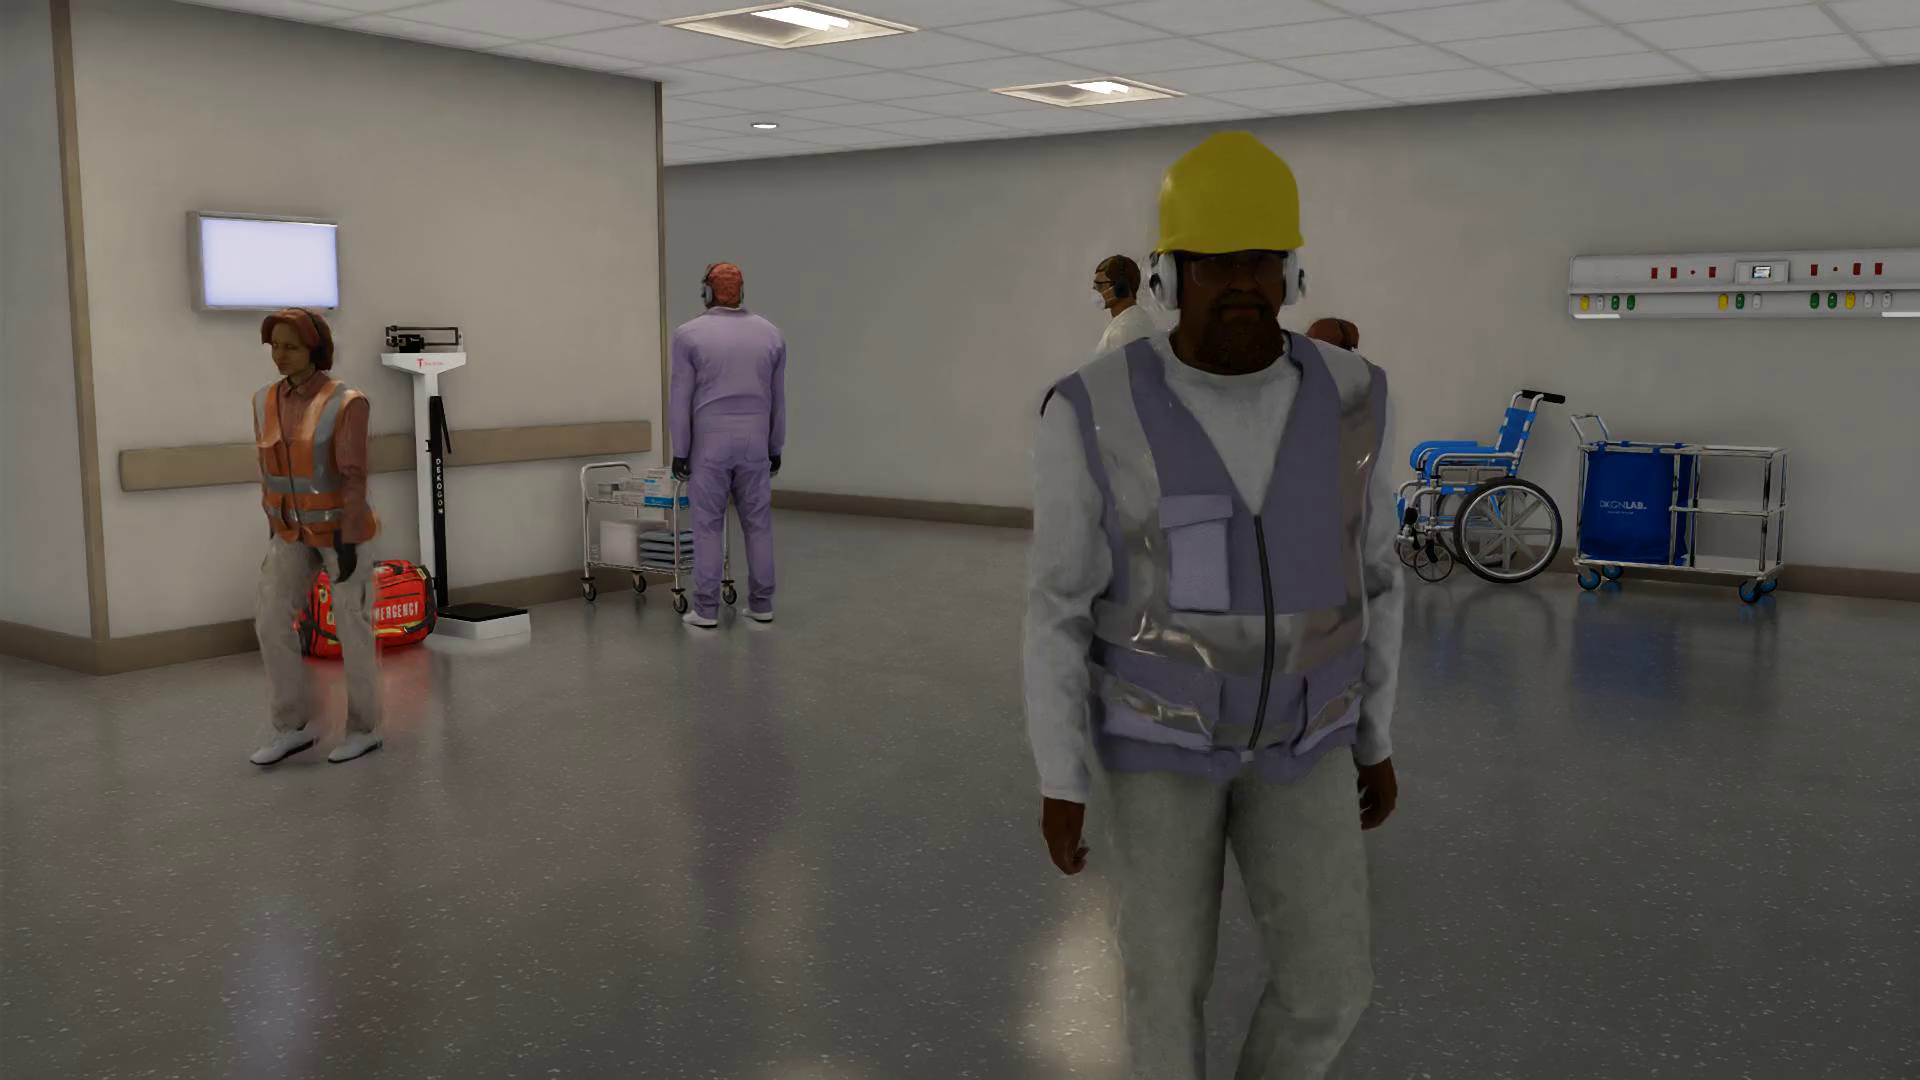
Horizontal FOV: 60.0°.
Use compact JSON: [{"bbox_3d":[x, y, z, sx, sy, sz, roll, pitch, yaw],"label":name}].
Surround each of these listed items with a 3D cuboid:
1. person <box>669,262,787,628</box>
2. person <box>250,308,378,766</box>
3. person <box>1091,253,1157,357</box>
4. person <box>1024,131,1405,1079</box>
[{"bbox_3d":[-1.221,-0.494,8.705,0.647,1.900,0.399,-4,8,-31],"label":"person"},{"bbox_3d":[-2.256,0.005,5.819,0.524,1.612,0.538,2,7,18],"label":"person"},{"bbox_3d":[0.845,-0.480,8.470,0.371,1.932,0.628,1,7,10],"label":"person"},{"bbox_3d":[0.400,0.304,2.580,0.625,1.817,0.424,-1,7,-8],"label":"person"}]
